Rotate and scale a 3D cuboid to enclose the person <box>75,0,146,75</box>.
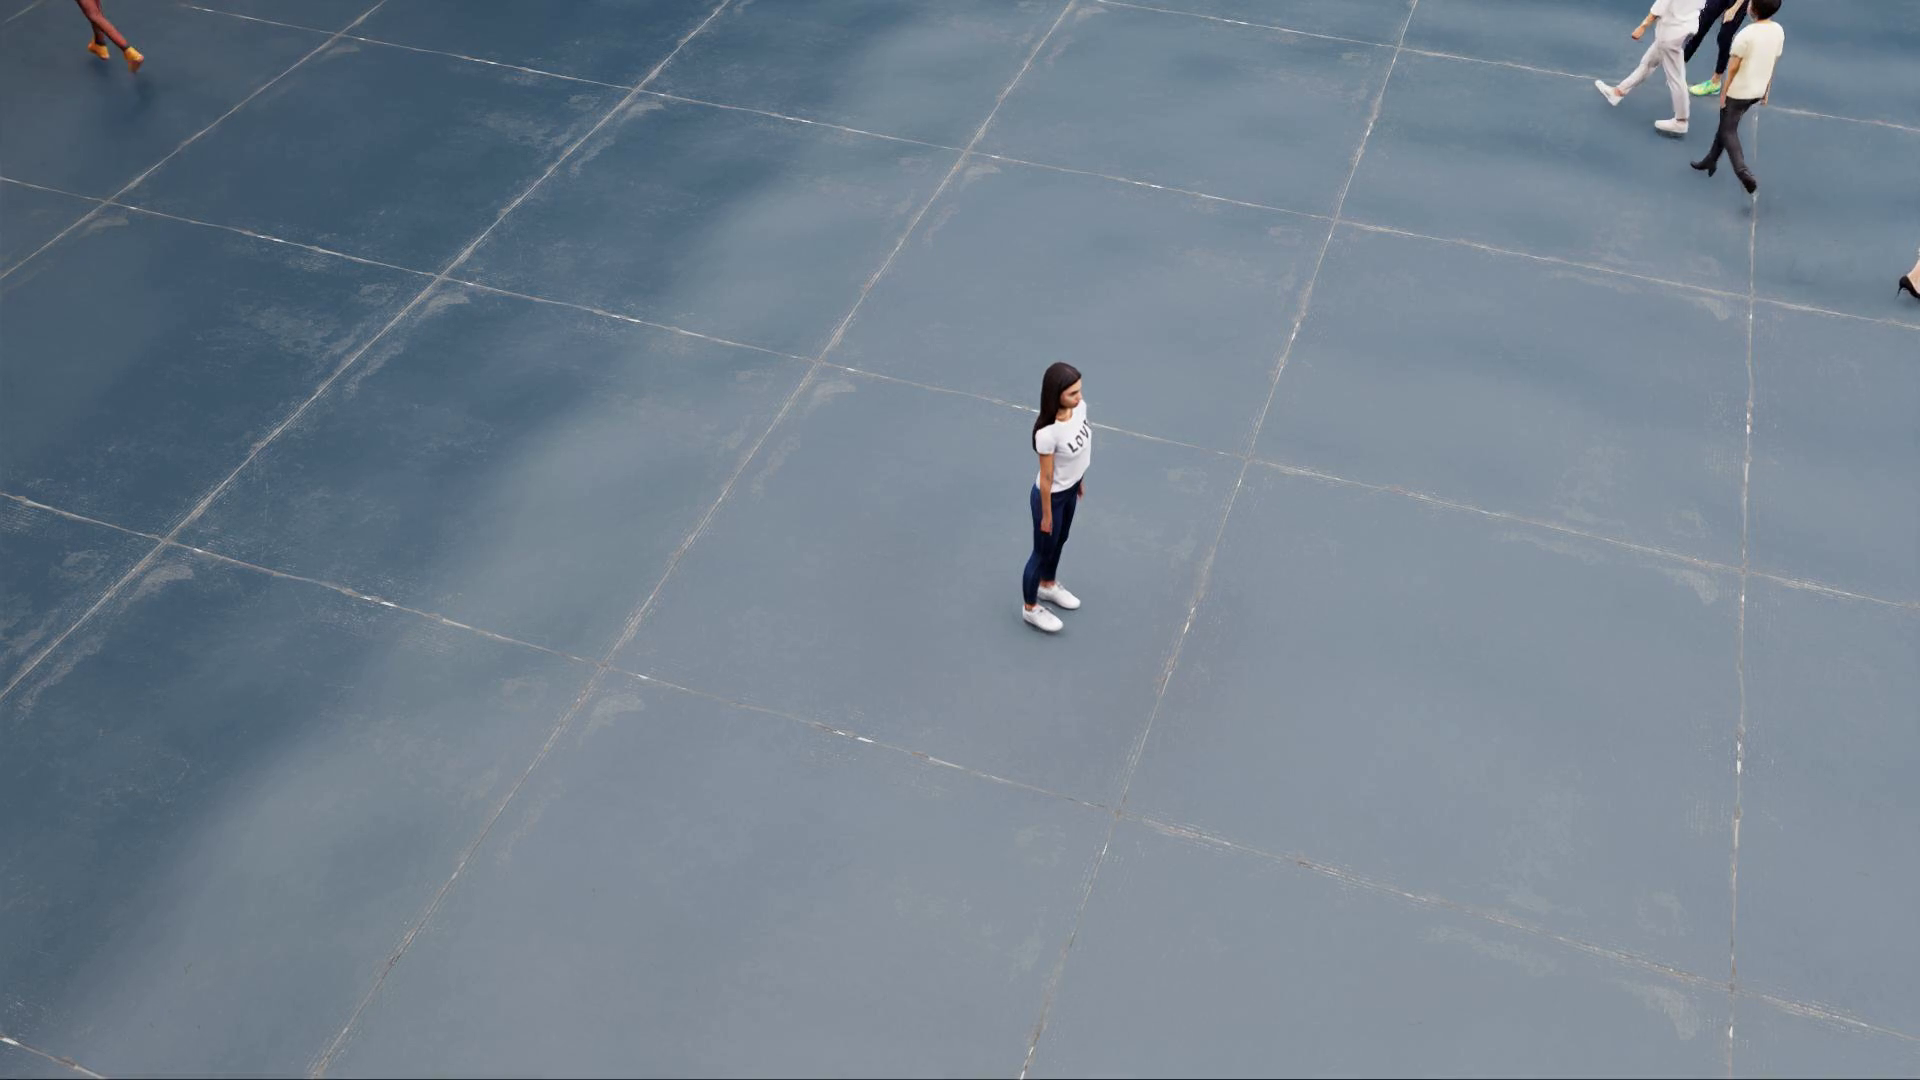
[{"bbox_3d":[-7.267,-4.699,13.864,1.192,1.693,0.754,22,47,22],"label":"person"}]

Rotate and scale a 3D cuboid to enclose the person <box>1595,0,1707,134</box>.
[{"bbox_3d":[5.730,-3.992,13.146,1.177,1.639,0.893,31,51,29],"label":"person"}]

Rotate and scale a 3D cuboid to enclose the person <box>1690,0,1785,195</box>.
[{"bbox_3d":[5.930,-3.321,12.488,0.970,1.556,1.028,-15,45,-16],"label":"person"}]

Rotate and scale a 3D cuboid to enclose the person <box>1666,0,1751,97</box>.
[{"bbox_3d":[6.399,-4.445,13.592,0.862,1.693,0.805,-8,44,-9],"label":"person"}]

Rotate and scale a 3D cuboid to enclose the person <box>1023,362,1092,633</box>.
[{"bbox_3d":[0.503,-0.243,9.032,0.539,1.774,0.603,20,47,20],"label":"person"}]
